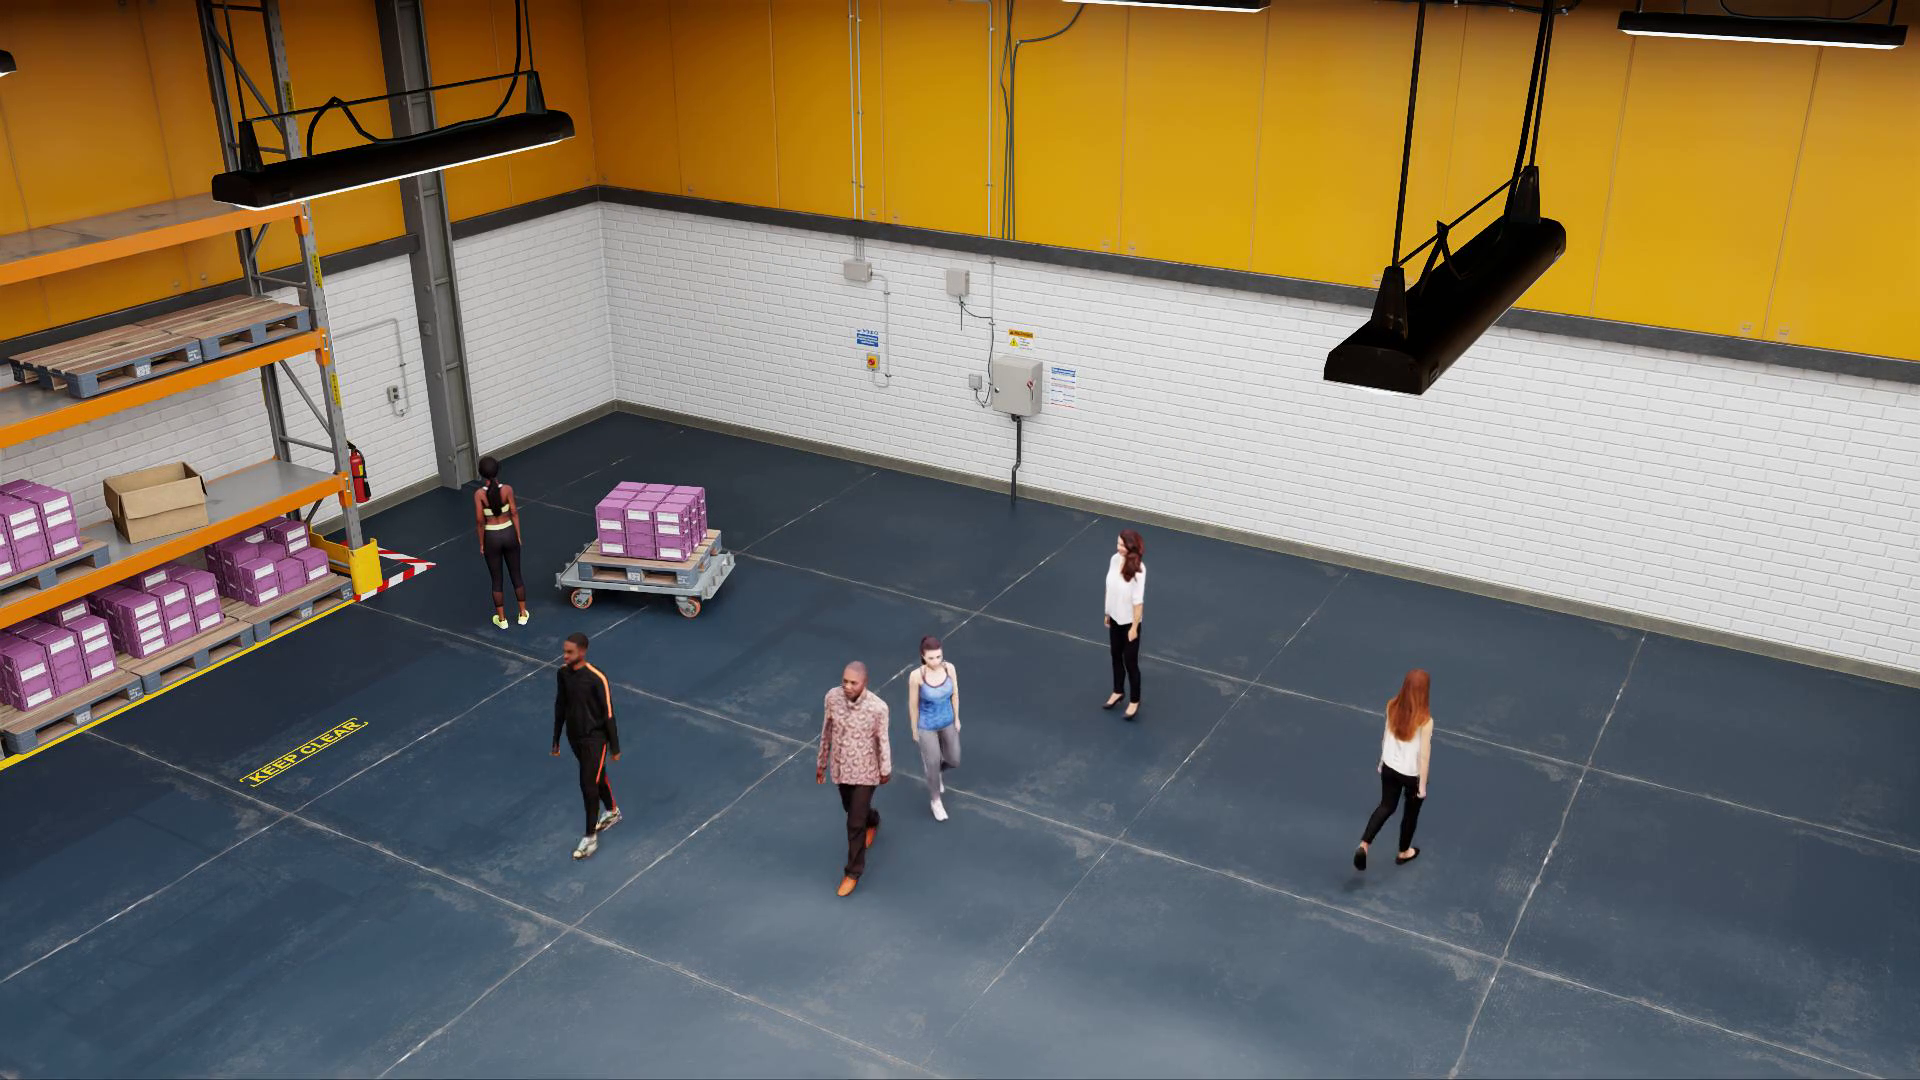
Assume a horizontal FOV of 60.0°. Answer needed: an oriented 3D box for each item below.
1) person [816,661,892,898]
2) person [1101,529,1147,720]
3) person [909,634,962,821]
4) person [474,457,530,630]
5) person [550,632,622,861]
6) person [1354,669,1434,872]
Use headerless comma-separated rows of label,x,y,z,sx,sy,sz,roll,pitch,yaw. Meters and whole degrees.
person,-0.755,1.669,12.479,0.697,1.796,1.145,12,26,26
person,1.471,0.718,14.657,0.661,1.795,0.673,-15,28,-30
person,-0.221,1.452,13.228,0.796,1.595,0.837,-11,26,-24
person,-4.496,0.028,16.287,0.615,1.754,0.702,-10,25,-21
person,-2.808,1.500,12.886,0.636,1.780,0.912,13,27,27
person,3.259,1.749,12.411,1.021,1.705,0.796,-18,29,-35
